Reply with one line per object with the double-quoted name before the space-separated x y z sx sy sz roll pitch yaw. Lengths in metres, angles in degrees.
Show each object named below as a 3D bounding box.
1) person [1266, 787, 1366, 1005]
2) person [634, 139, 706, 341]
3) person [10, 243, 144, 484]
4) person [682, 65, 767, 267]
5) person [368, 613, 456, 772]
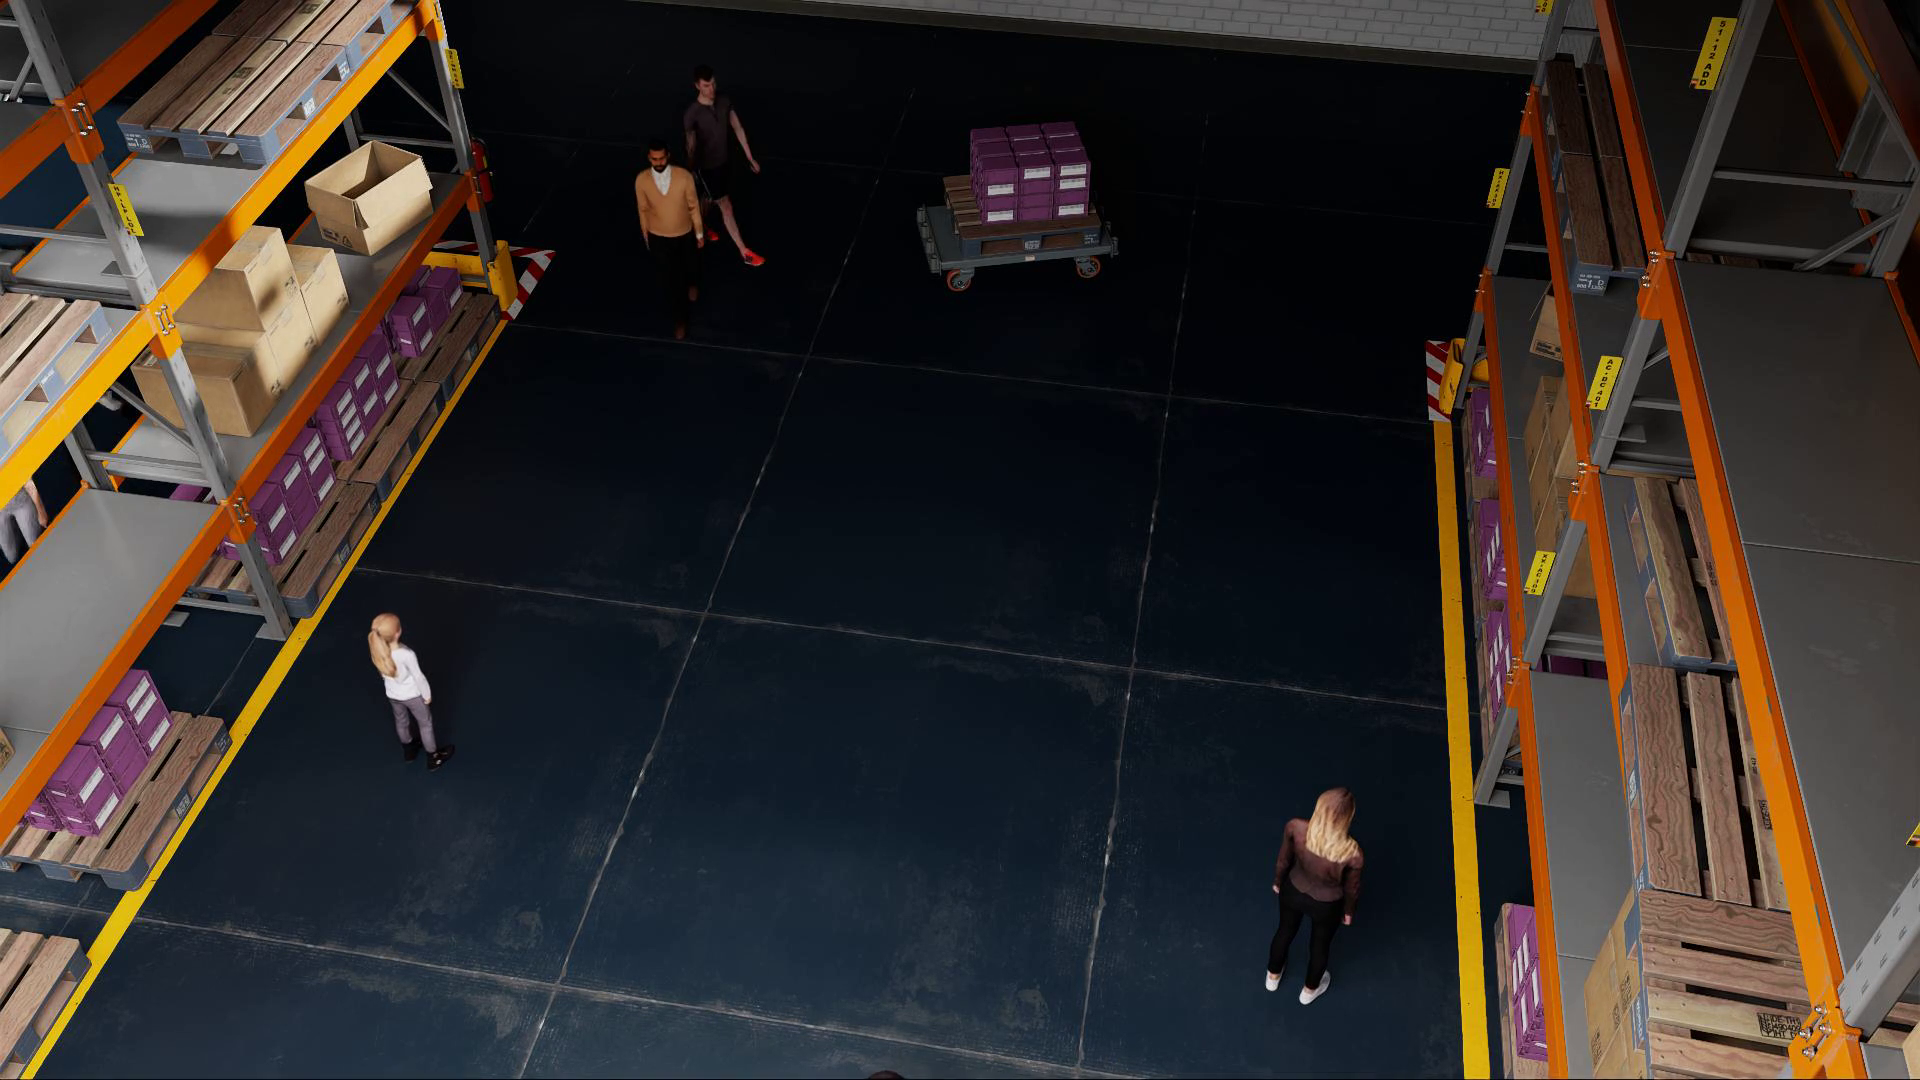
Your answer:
"person" 1.894 1.917 8.943 0.668 1.703 0.623 22 48 21
"person" -2.337 -2.523 13.573 0.822 1.744 1.015 -4 44 -4
"person" -6.602 -1.229 12.148 1.048 1.837 1.300 26 49 24
"person" -2.168 -3.263 14.313 1.118 1.795 1.239 28 50 27
"person" -3.435 0.937 10.281 0.515 1.276 0.525 15 46 15
